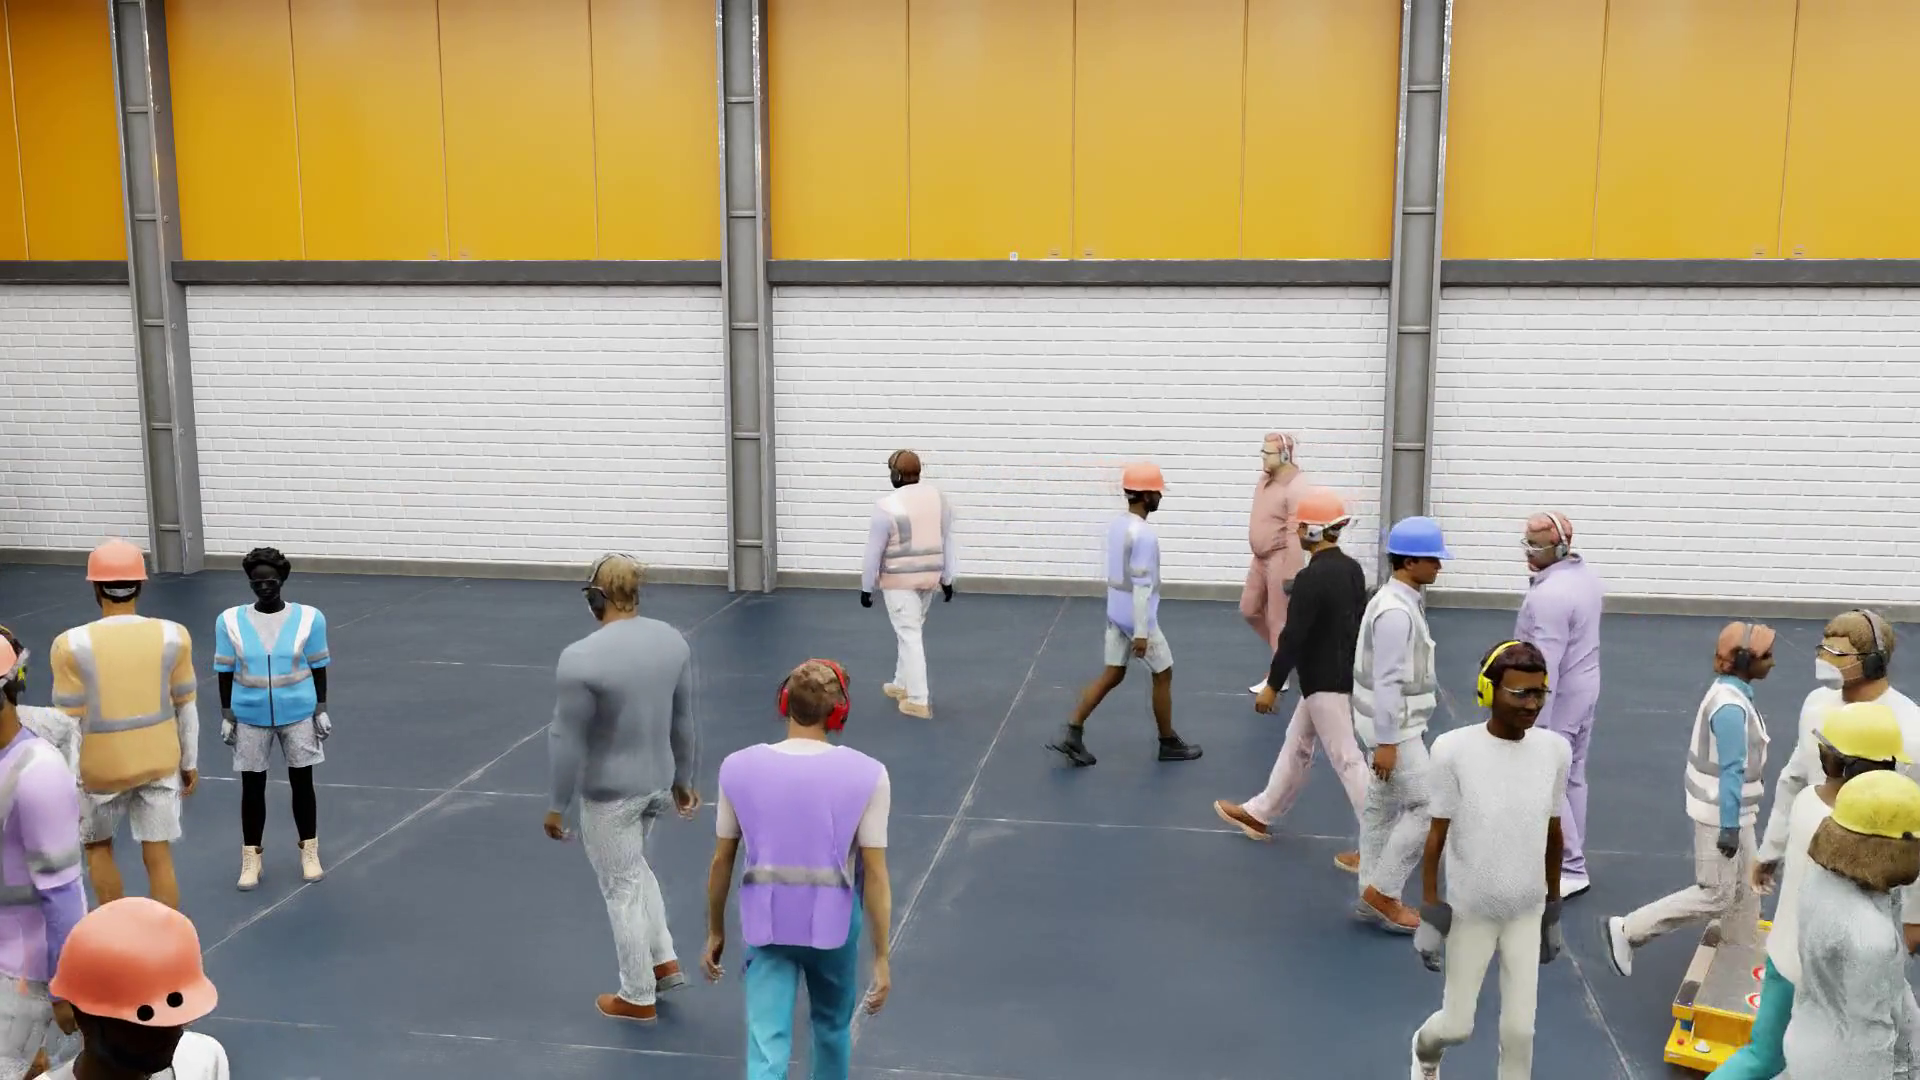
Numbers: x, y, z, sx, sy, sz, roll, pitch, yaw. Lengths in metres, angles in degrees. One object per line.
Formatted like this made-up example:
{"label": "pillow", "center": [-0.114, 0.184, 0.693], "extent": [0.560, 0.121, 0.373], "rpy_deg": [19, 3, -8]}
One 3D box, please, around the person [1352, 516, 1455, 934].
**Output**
{"label": "person", "center": [2.029, 0.848, 7.589], "extent": [0.479, 1.930, 0.642], "rpy_deg": [3, 10, 16]}

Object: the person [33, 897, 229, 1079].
{"label": "person", "center": [-1.541, 1.593, 3.167], "extent": [1.013, 1.870, 0.546], "rpy_deg": [6, 11, 32]}

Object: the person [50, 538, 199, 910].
{"label": "person", "center": [-3.503, 0.948, 7.023], "extent": [0.569, 1.914, 0.508], "rpy_deg": [-7, 12, -39]}

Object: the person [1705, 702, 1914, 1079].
{"label": "person", "center": [2.649, 1.334, 5.235], "extent": [0.844, 1.725, 0.506], "rpy_deg": [2, 9, 11]}

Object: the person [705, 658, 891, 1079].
{"label": "person", "center": [-0.538, 1.287, 5.378], "extent": [0.625, 1.788, 0.999], "rpy_deg": [1, 9, 4]}

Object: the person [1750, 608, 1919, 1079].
{"label": "person", "center": [3.001, 1.167, 5.775], "extent": [1.031, 1.880, 0.647], "rpy_deg": [0, 9, 0]}

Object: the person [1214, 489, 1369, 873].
{"label": "person", "center": [1.801, 0.706, 8.506], "extent": [1.067, 1.928, 0.610], "rpy_deg": [6, 11, 32]}

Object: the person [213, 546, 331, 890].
{"label": "person", "center": [-3.377, 0.868, 8.199], "extent": [0.530, 1.697, 0.321], "rpy_deg": [-3, 10, -19]}

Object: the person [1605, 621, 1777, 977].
{"label": "person", "center": [3.096, 1.119, 6.888], "extent": [0.628, 1.614, 0.513], "rpy_deg": [5, 11, 29]}

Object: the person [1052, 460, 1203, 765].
{"label": "person", "center": [1.016, 0.453, 10.154], "extent": [0.945, 1.902, 0.558], "rpy_deg": [-3, 10, -17]}

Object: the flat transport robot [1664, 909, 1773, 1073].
{"label": "flat transport robot", "center": [3.308, 1.822, 6.704], "extent": [0.652, 0.197, 1.431], "rpy_deg": [6, 11, 31]}

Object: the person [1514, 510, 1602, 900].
{"label": "person", "center": [2.941, 0.786, 8.152], "extent": [0.439, 1.894, 0.830], "rpy_deg": [7, 12, 37]}

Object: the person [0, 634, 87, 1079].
{"label": "person", "center": [-2.842, 1.236, 4.978], "extent": [0.422, 2.013, 0.607], "rpy_deg": [-8, 12, -41]}

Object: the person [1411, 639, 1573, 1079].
{"label": "person", "center": [1.755, 1.219, 5.553], "extent": [0.532, 1.853, 0.702], "rpy_deg": [-1, 9, -6]}

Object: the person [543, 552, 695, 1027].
{"label": "person", "center": [-1.362, 1.006, 6.694], "extent": [0.449, 1.922, 0.633], "rpy_deg": [5, 11, 30]}

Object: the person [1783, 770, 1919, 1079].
{"label": "person", "center": [2.395, 1.449, 4.503], "extent": [0.383, 1.730, 0.513], "rpy_deg": [2, 9, 14]}

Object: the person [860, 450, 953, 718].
{"label": "person", "center": [-0.434, 0.280, 11.447], "extent": [0.661, 1.815, 0.783], "rpy_deg": [-8, 12, -40]}

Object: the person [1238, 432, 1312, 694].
{"label": "person", "center": [2.250, 0.167, 11.915], "extent": [0.419, 1.892, 0.672], "rpy_deg": [-3, 10, -15]}

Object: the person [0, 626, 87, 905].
{"label": "person", "center": [-3.326, 1.196, 5.794], "extent": [0.532, 1.831, 0.917], "rpy_deg": [-9, 13, -44]}
